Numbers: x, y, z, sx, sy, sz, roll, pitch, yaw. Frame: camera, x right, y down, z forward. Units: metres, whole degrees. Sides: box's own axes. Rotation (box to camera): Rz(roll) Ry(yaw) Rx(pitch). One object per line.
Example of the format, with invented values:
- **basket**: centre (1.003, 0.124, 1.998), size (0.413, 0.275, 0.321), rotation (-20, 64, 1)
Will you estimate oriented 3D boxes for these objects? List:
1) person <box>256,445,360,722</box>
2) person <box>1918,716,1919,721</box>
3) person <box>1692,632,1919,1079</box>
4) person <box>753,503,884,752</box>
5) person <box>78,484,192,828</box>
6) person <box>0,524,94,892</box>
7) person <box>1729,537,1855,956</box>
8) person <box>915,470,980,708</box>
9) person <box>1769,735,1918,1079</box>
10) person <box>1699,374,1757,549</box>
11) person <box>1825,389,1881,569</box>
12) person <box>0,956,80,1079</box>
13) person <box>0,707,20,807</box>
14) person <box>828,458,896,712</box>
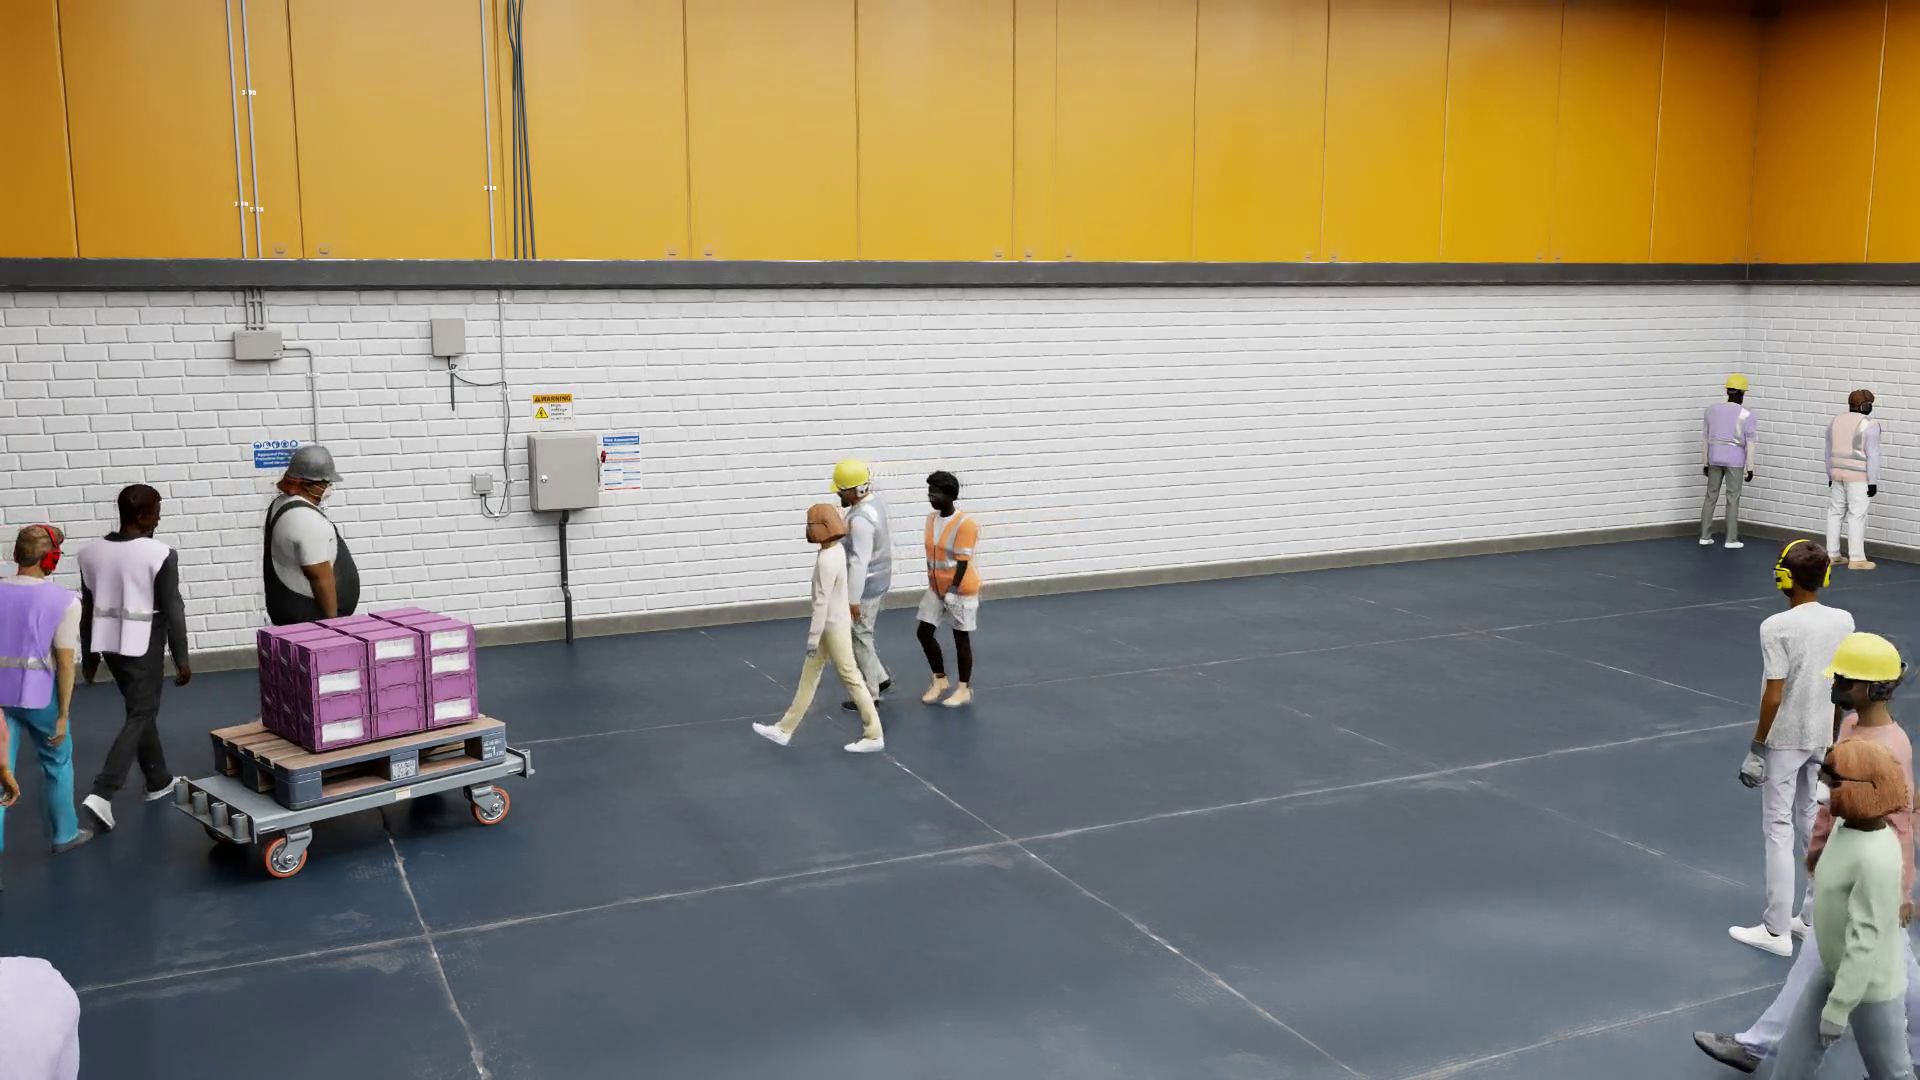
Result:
- **person**: centre (-3.935, 0.398, 10.102), size (0.565, 2.000, 0.693), rotation (-6, 11, -34)
- **person**: centre (6.618, 0.352, 10.992), size (0.341, 1.844, 0.510), rotation (1, 9, 5)
- **person**: centre (3.246, 1.189, 6.148), size (0.911, 1.716, 0.548), rotation (3, 10, 16)
- **person**: centre (-0.880, 0.560, 10.454), size (0.865, 1.582, 0.521), rotation (0, 9, 0)
- **person**: centre (-4.626, 0.622, 9.246), size (0.612, 1.872, 0.930), rotation (2, 9, 11)
- **person**: centre (-4.659, 0.817, 8.301), size (0.581, 1.787, 0.993), rotation (-1, 9, -8)
- **person**: centre (3.716, 0.918, 7.417), size (0.532, 1.864, 0.312), rotation (-3, 10, -21)
- **person**: centre (-0.088, 0.352, 11.508), size (0.447, 1.674, 0.530), rotation (-9, 13, -43)
- **person**: centre (2.792, 1.401, 5.260), size (0.861, 1.590, 0.516), rotation (2, 9, 14)
- **person**: centre (8.473, -0.864, 18.332), size (0.404, 1.918, 0.582), rotation (-8, 12, -40)
- **person**: centre (9.172, -0.627, 17.074), size (0.430, 1.845, 0.624), rotation (-3, 10, -17)
- **person**: centre (-2.026, 1.539, 3.336), size (0.375, 1.939, 0.628), rotation (3, 10, 18)
- **person**: centre (-4.351, 0.962, 6.903), size (0.969, 1.955, 0.615), rotation (5, 10, 29)
- **person**: centre (-0.677, 0.318, 11.371), size (0.417, 1.791, 0.637), rotation (1, 9, 4)
